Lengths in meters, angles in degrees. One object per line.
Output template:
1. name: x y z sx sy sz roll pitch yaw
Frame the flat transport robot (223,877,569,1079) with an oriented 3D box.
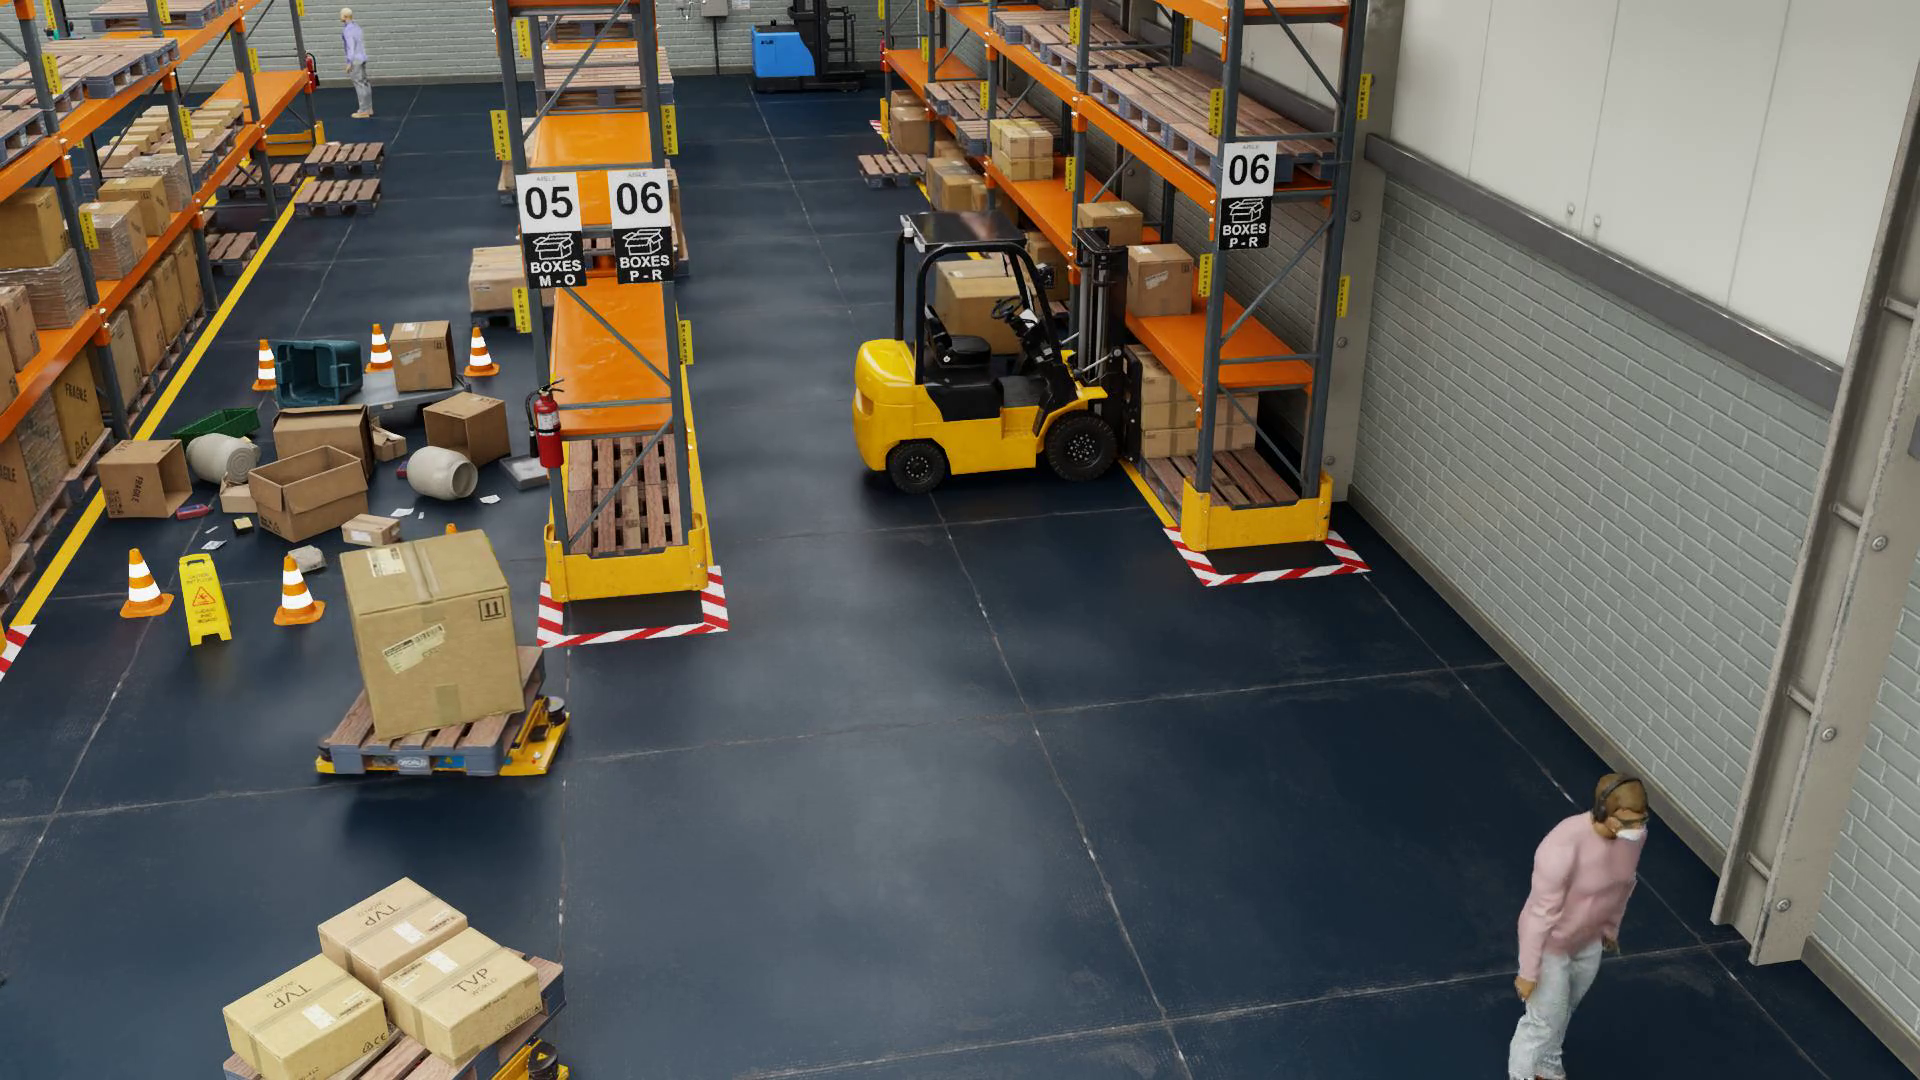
1. flat transport robot: -2.656 2.501 7.920 1.431 0.231 0.659 11 28 22

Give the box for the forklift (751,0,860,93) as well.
1. forklift: -2.872 -9.679 30.288 1.873 2.768 1.129 -5 26 -10

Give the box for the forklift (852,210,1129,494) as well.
1. forklift: 0.216 -1.659 14.366 2.313 2.155 1.214 -5 26 -10

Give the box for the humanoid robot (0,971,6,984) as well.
1. humanoid robot: -5.219 1.556 8.309 0.522 1.655 0.604 -5 26 -10

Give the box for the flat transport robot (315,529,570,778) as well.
1. flat transport robot: -3.265 1.236 10.554 1.431 0.231 0.659 1 26 1

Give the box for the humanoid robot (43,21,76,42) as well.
1. humanoid robot: -14.802 -7.893 28.000 0.789 1.882 0.568 10 28 20

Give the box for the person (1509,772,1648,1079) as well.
1. person: 2.721 1.826 7.424 0.716 1.928 0.448 -14 29 -27

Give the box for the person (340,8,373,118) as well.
1. person: -10.233 -8.090 28.211 0.400 1.800 0.596 2 26 3
